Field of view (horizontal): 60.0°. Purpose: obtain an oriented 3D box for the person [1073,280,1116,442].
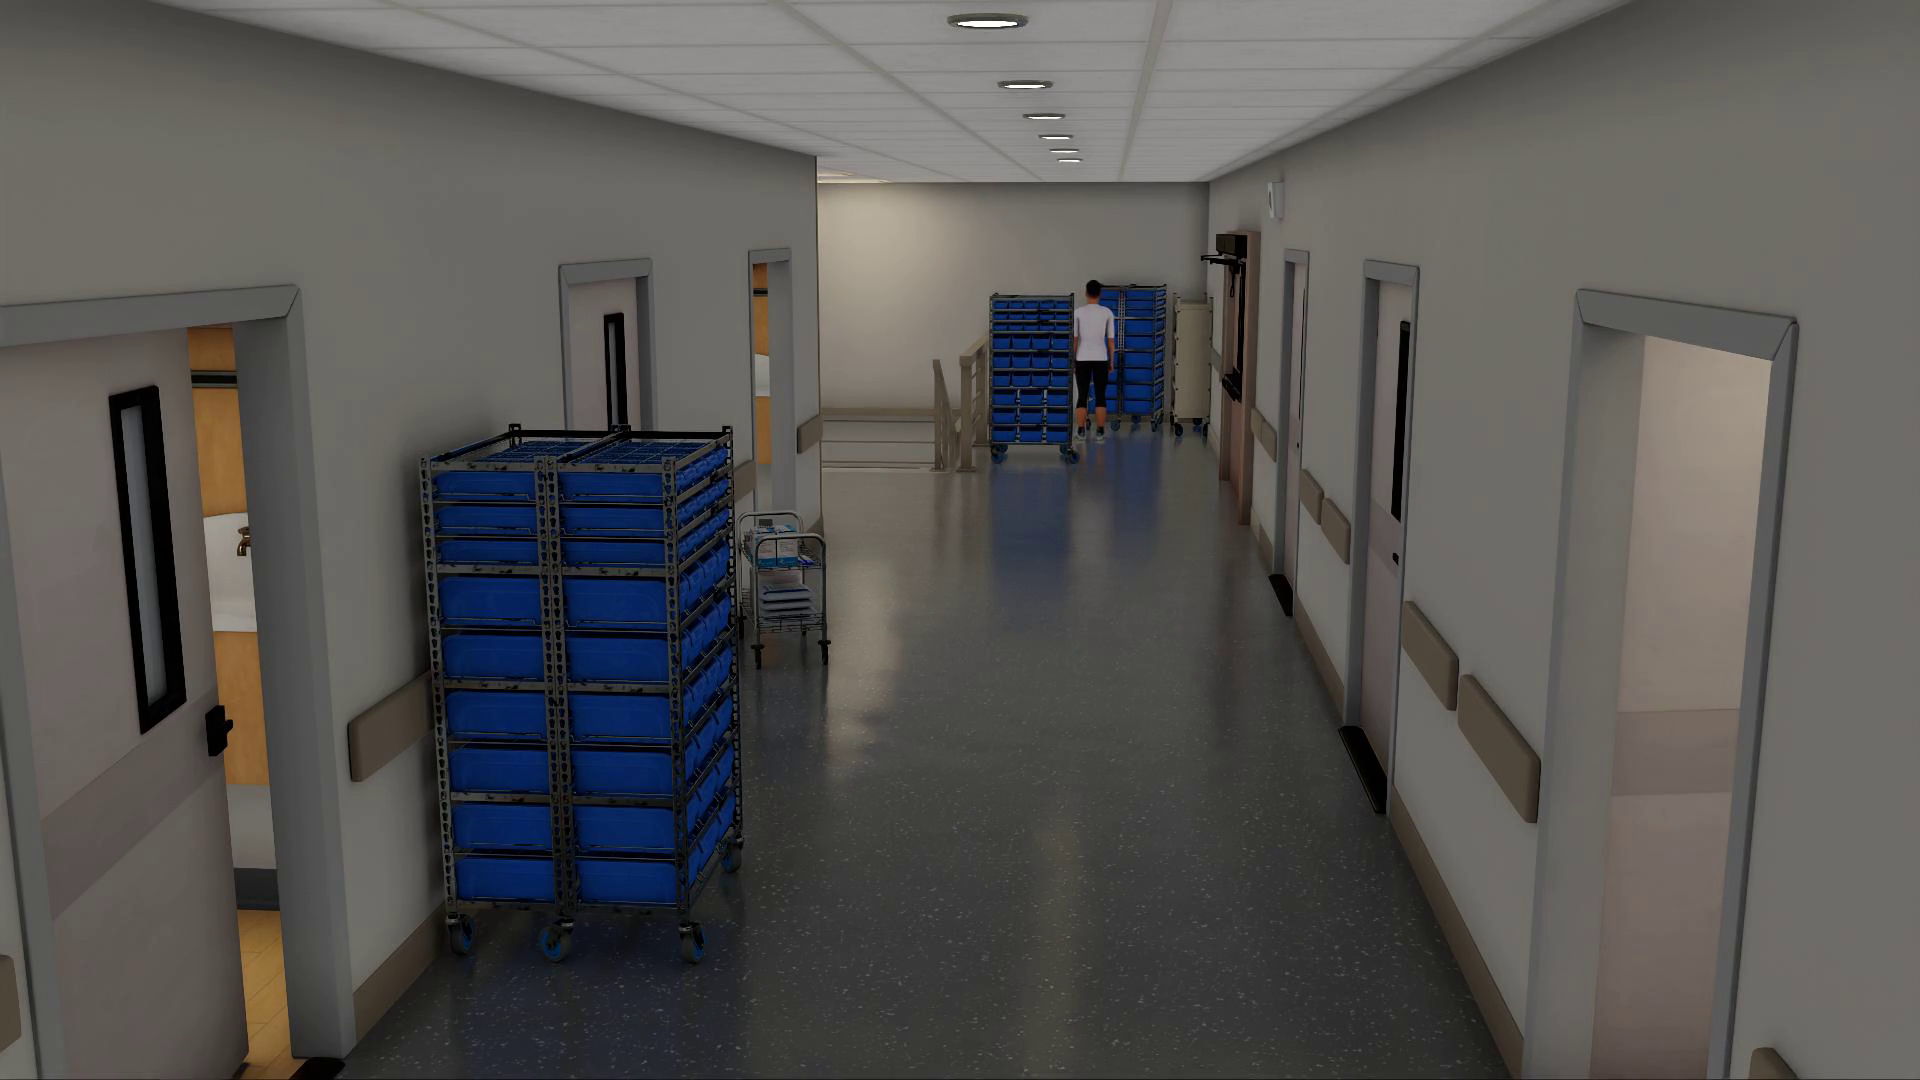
[{"bbox_3d":[1.534,-2.084,19.266,0.659,1.848,0.543,0,11,3],"label":"person"}]
